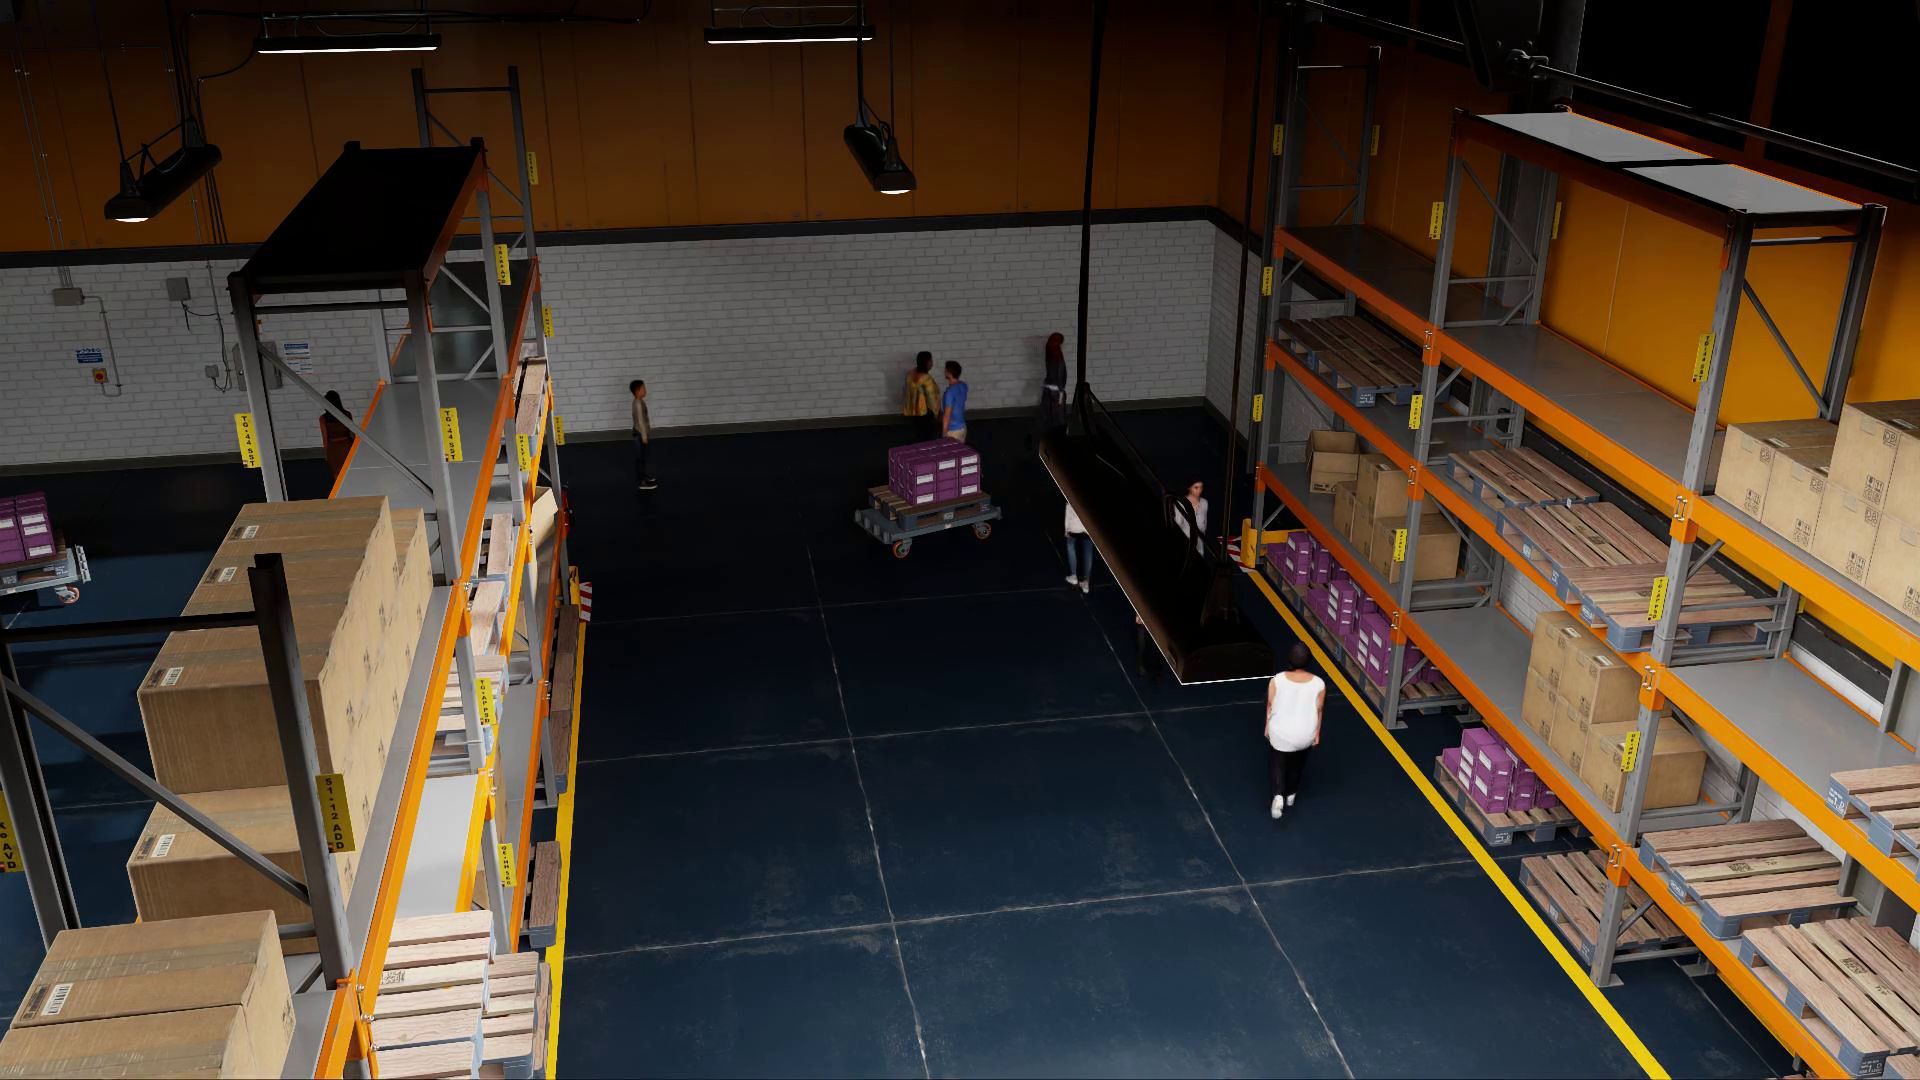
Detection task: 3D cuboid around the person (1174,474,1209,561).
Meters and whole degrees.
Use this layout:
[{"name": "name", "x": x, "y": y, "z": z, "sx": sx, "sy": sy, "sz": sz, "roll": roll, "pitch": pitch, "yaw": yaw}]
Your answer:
[{"name": "person", "x": 2.451, "y": 0.086, "z": 18.339, "sx": 0.708, "sy": 1.725, "sz": 1.124, "roll": -7, "pitch": 25, "yaw": -16}]

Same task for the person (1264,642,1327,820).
[{"name": "person", "x": 2.925, "y": 1.698, "z": 14.722, "sx": 0.836, "sy": 1.669, "sz": 1.025, "roll": 4, "pitch": 24, "yaw": 9}]

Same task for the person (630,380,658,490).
[{"name": "person", "x": -4.244, "y": -1.419, "z": 22.111, "sx": 0.617, "sy": 1.463, "sz": 0.429, "roll": -5, "pitch": 24, "yaw": -11}]

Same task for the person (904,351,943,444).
[{"name": "person", "x": -0.579, "y": -1.751, "z": 22.653, "sx": 0.923, "sy": 1.636, "sz": 0.890, "roll": -13, "pitch": 27, "yaw": -28}]

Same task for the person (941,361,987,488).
[{"name": "person", "x": -0.008, "y": -1.416, "z": 21.623, "sx": 1.021, "sy": 1.846, "sz": 1.008, "roll": 11, "pitch": 26, "yaw": 24}]

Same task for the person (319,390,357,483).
[{"name": "person", "x": -7.842, "y": -1.100, "z": 21.097, "sx": 0.626, "sy": 1.690, "sz": 0.620, "roll": -14, "pitch": 27, "yaw": -29}]

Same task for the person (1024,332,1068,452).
[{"name": "person", "x": 1.240, "y": -2.015, "z": 23.110, "sx": 0.932, "sy": 1.753, "sz": 1.045, "roll": -15, "pitch": 28, "yaw": -31}]

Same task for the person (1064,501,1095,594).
[{"name": "person", "x": 1.430, "y": -0.155, "z": 19.018, "sx": 0.672, "sy": 1.623, "sz": 0.674, "roll": -6, "pitch": 24, "yaw": -14}]
